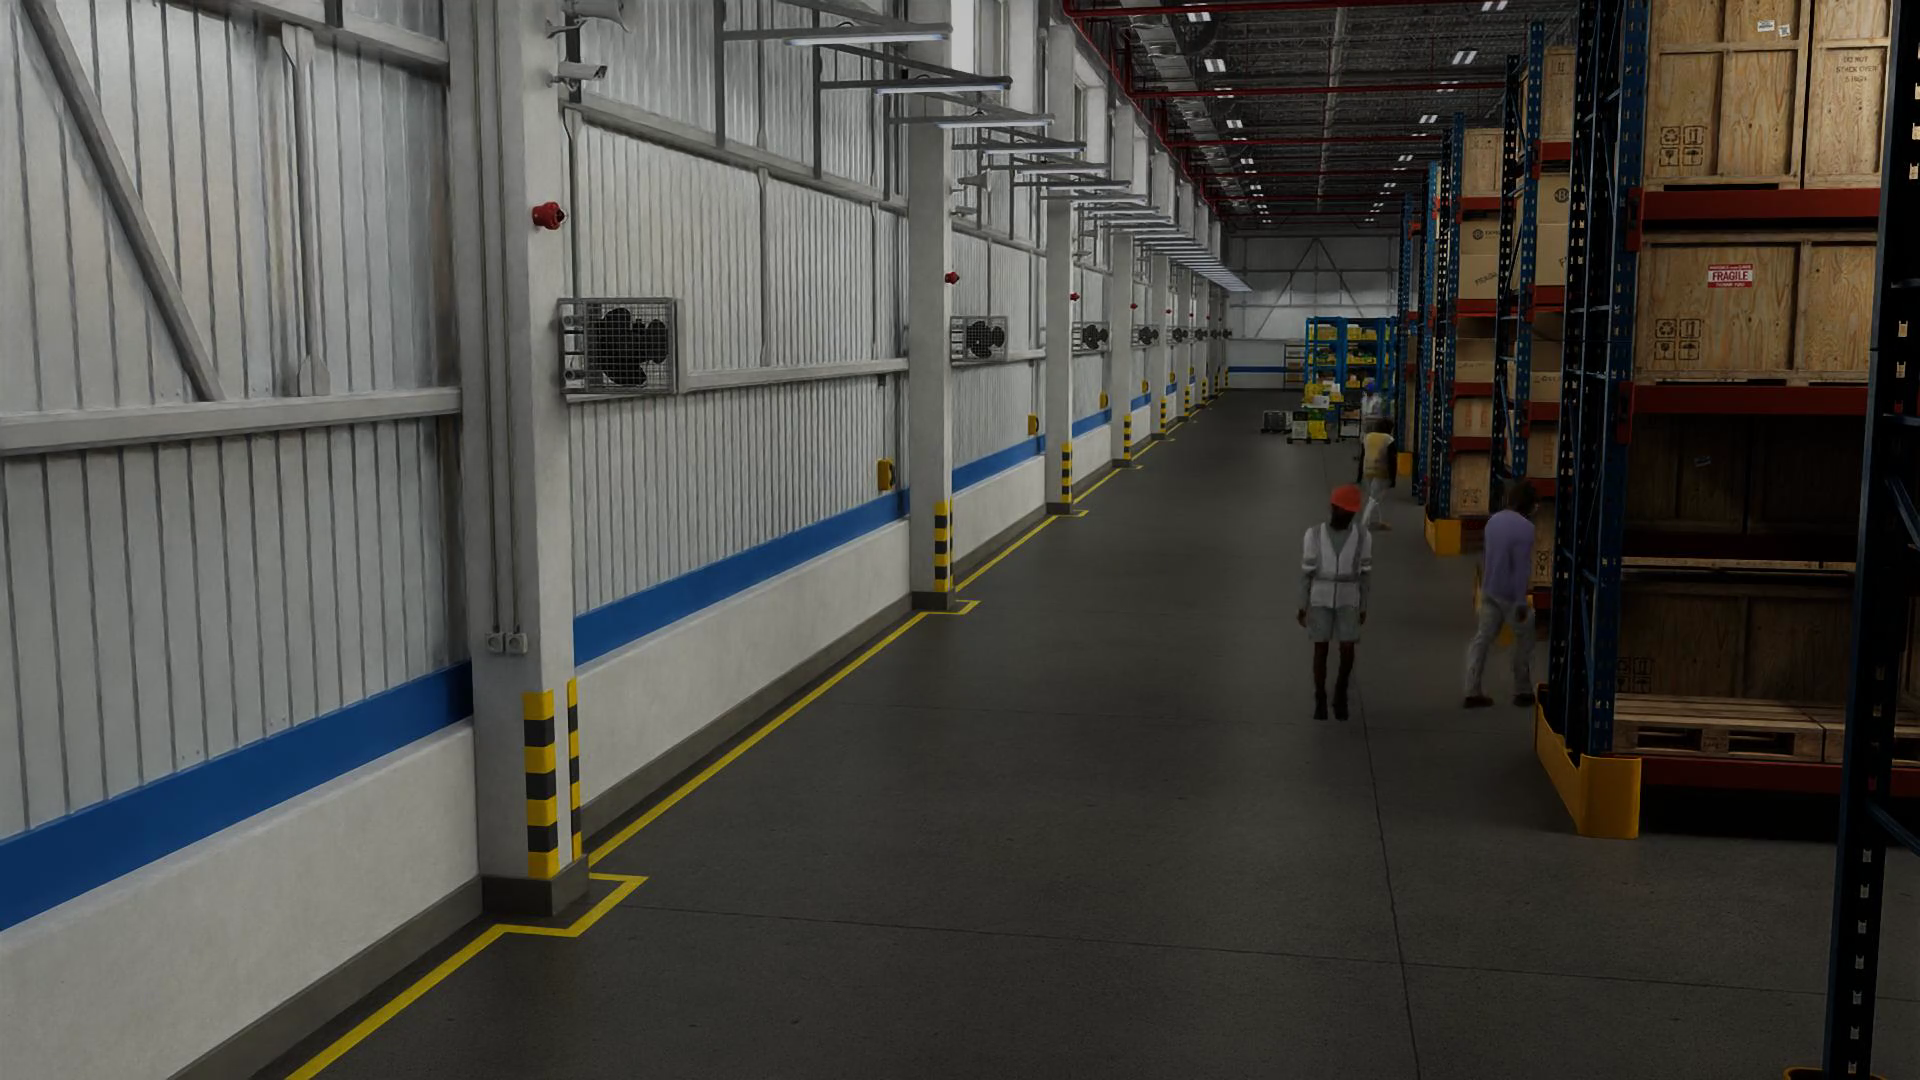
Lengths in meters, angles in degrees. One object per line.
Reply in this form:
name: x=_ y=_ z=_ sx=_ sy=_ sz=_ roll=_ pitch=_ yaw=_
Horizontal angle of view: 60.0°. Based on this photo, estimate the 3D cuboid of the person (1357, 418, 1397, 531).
person: x=6.408 y=-0.990 z=25.660 sx=0.805 sy=1.797 sz=0.686 roll=-5 pitch=9 yaw=-34

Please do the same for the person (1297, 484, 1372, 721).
person: x=2.969 y=0.504 z=13.209 sx=0.577 sy=1.906 sz=0.533 roll=1 pitch=7 yaw=11

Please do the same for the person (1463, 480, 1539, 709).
person: x=4.538 y=0.452 z=13.646 sx=0.877 sy=1.893 sz=0.766 roll=-2 pitch=7 yaw=-16

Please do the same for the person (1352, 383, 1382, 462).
person: x=9.810 y=-2.811 z=39.810 sx=0.991 sy=1.893 sz=0.633 roll=-6 pitch=9 yaw=-40
